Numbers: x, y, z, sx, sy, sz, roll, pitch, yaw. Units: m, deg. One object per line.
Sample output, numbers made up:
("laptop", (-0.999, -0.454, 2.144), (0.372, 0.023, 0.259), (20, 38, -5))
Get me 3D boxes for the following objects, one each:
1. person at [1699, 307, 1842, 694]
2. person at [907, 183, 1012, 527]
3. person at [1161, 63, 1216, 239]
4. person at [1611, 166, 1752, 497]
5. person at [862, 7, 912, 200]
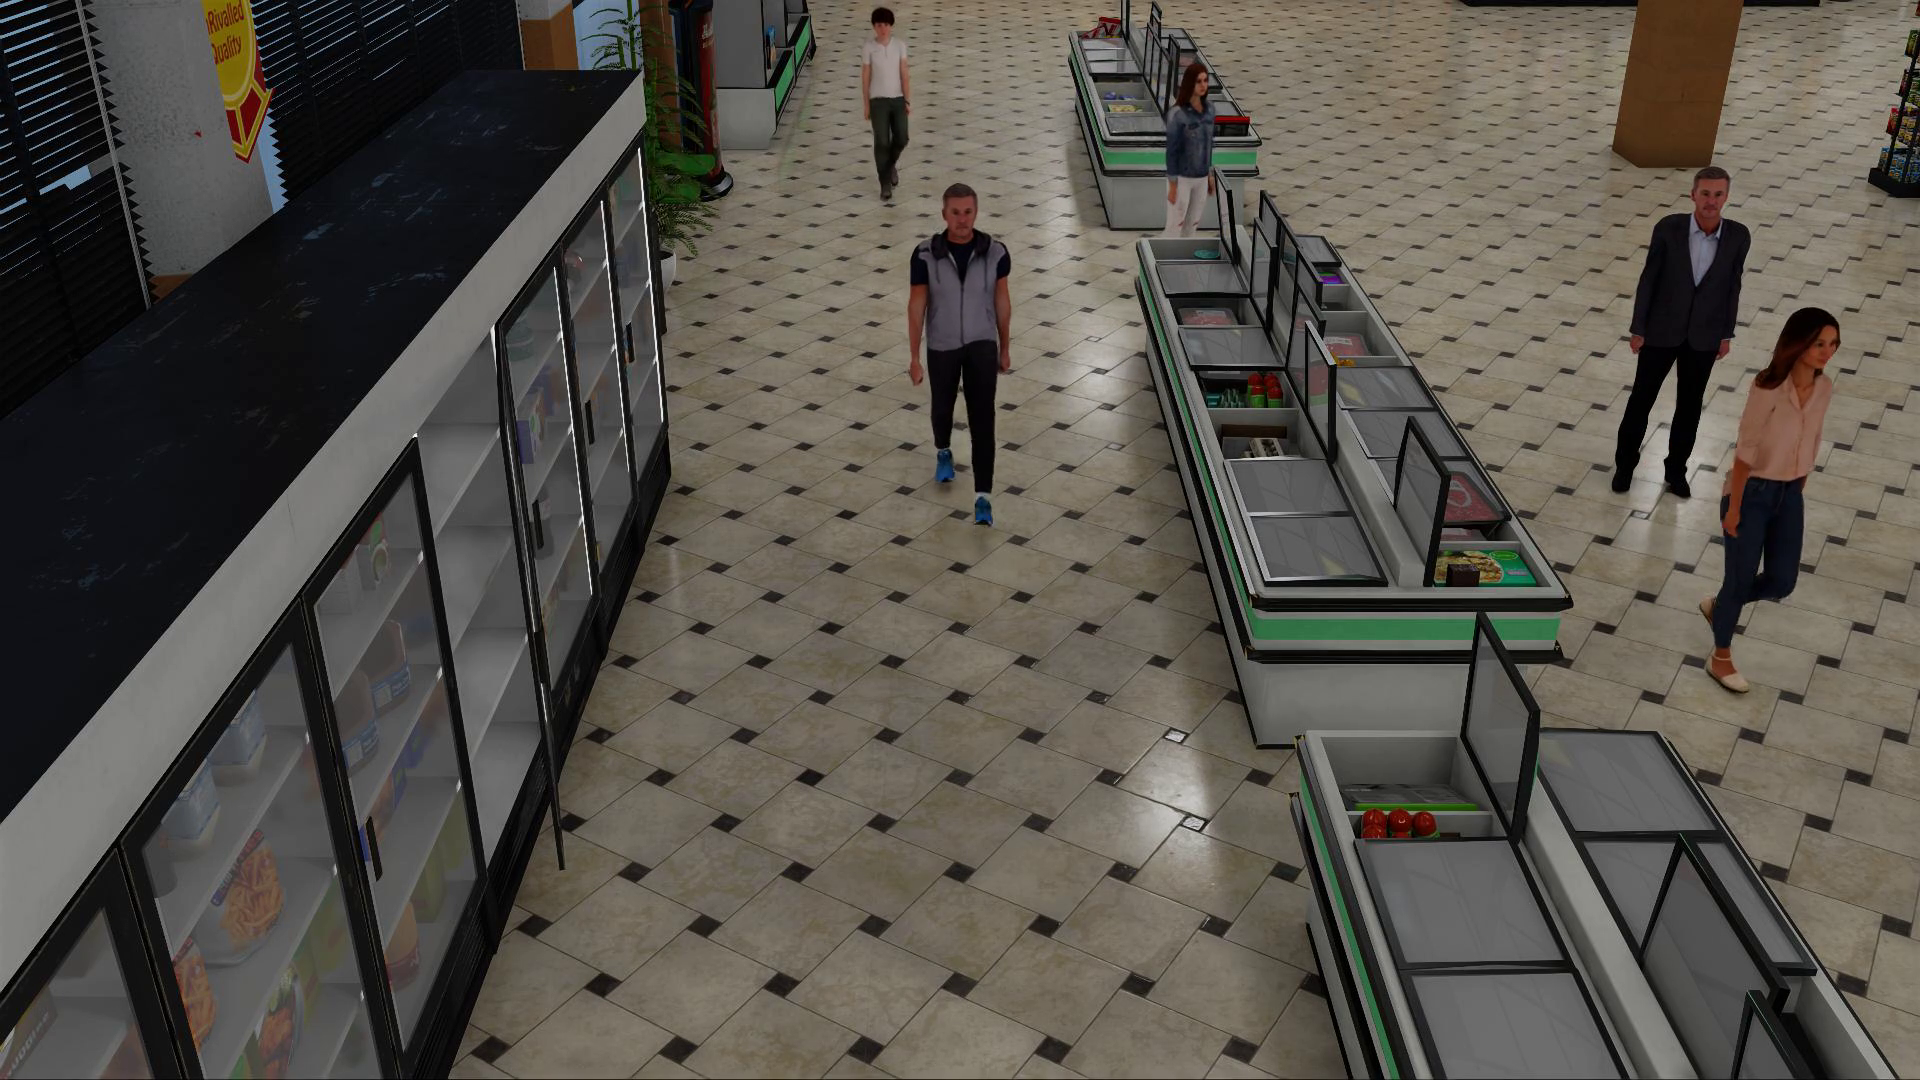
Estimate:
("person", (3.475, -0.202, 7.322), (0.673, 1.783, 0.760), (-5, 27, -11))
("person", (-0.015, -1.013, 8.988), (0.755, 1.723, 1.220), (-2, 27, -3))
("person", (1.664, -2.644, 12.230), (0.686, 1.700, 0.714), (-19, 33, -33))
("person", (3.962, -1.149, 9.126), (0.754, 1.842, 0.668), (5, 27, 10))
("person", (-0.655, -3.872, 14.717), (0.652, 1.642, 0.776), (-5, 27, -9))
